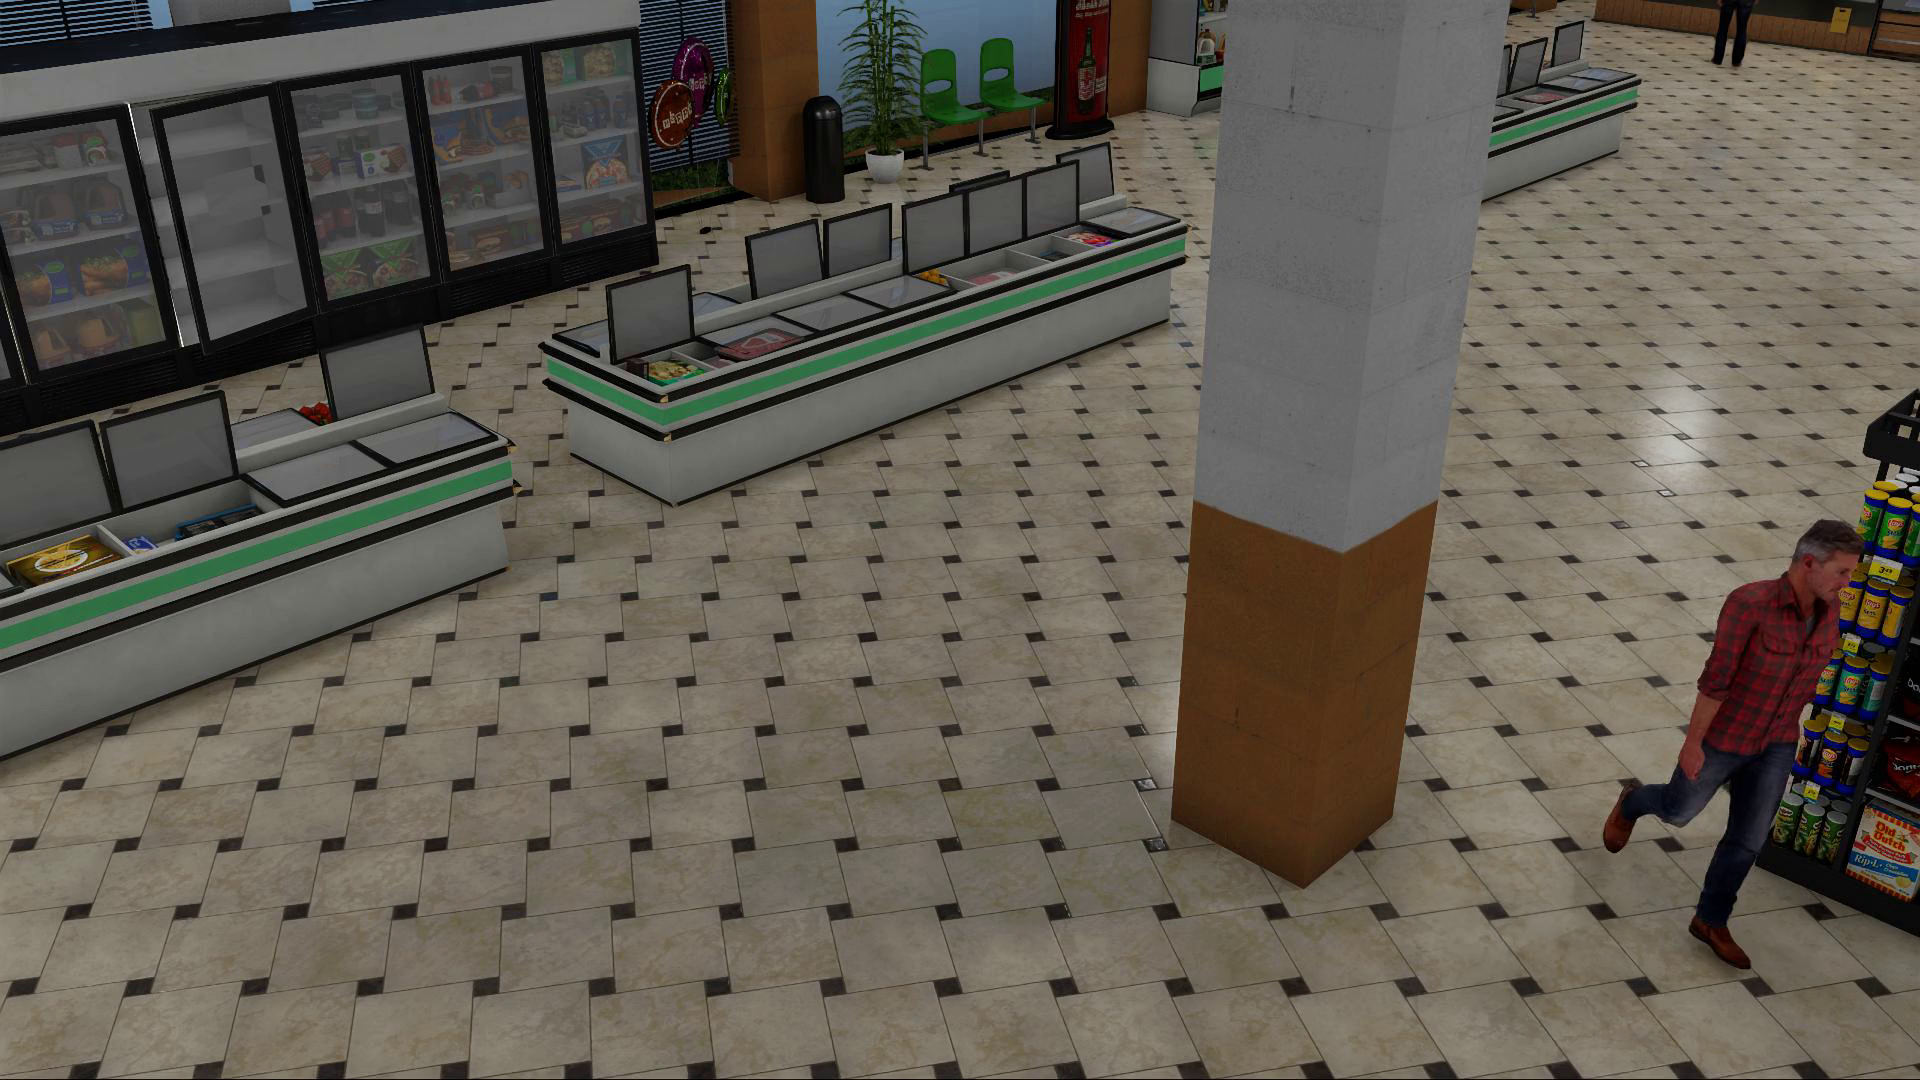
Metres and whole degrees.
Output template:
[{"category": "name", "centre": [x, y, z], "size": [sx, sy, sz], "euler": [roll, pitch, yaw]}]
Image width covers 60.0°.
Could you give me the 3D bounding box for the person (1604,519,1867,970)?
[{"category": "person", "centre": [2.941, 0.696, 6.376], "size": [1.174, 1.791, 1.162], "euler": [-2, 27, -5]}]

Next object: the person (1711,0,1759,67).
[{"category": "person", "centre": [10.272, -7.200, 21.914], "size": [0.739, 1.820, 0.727], "euler": [9, 28, 17]}]
